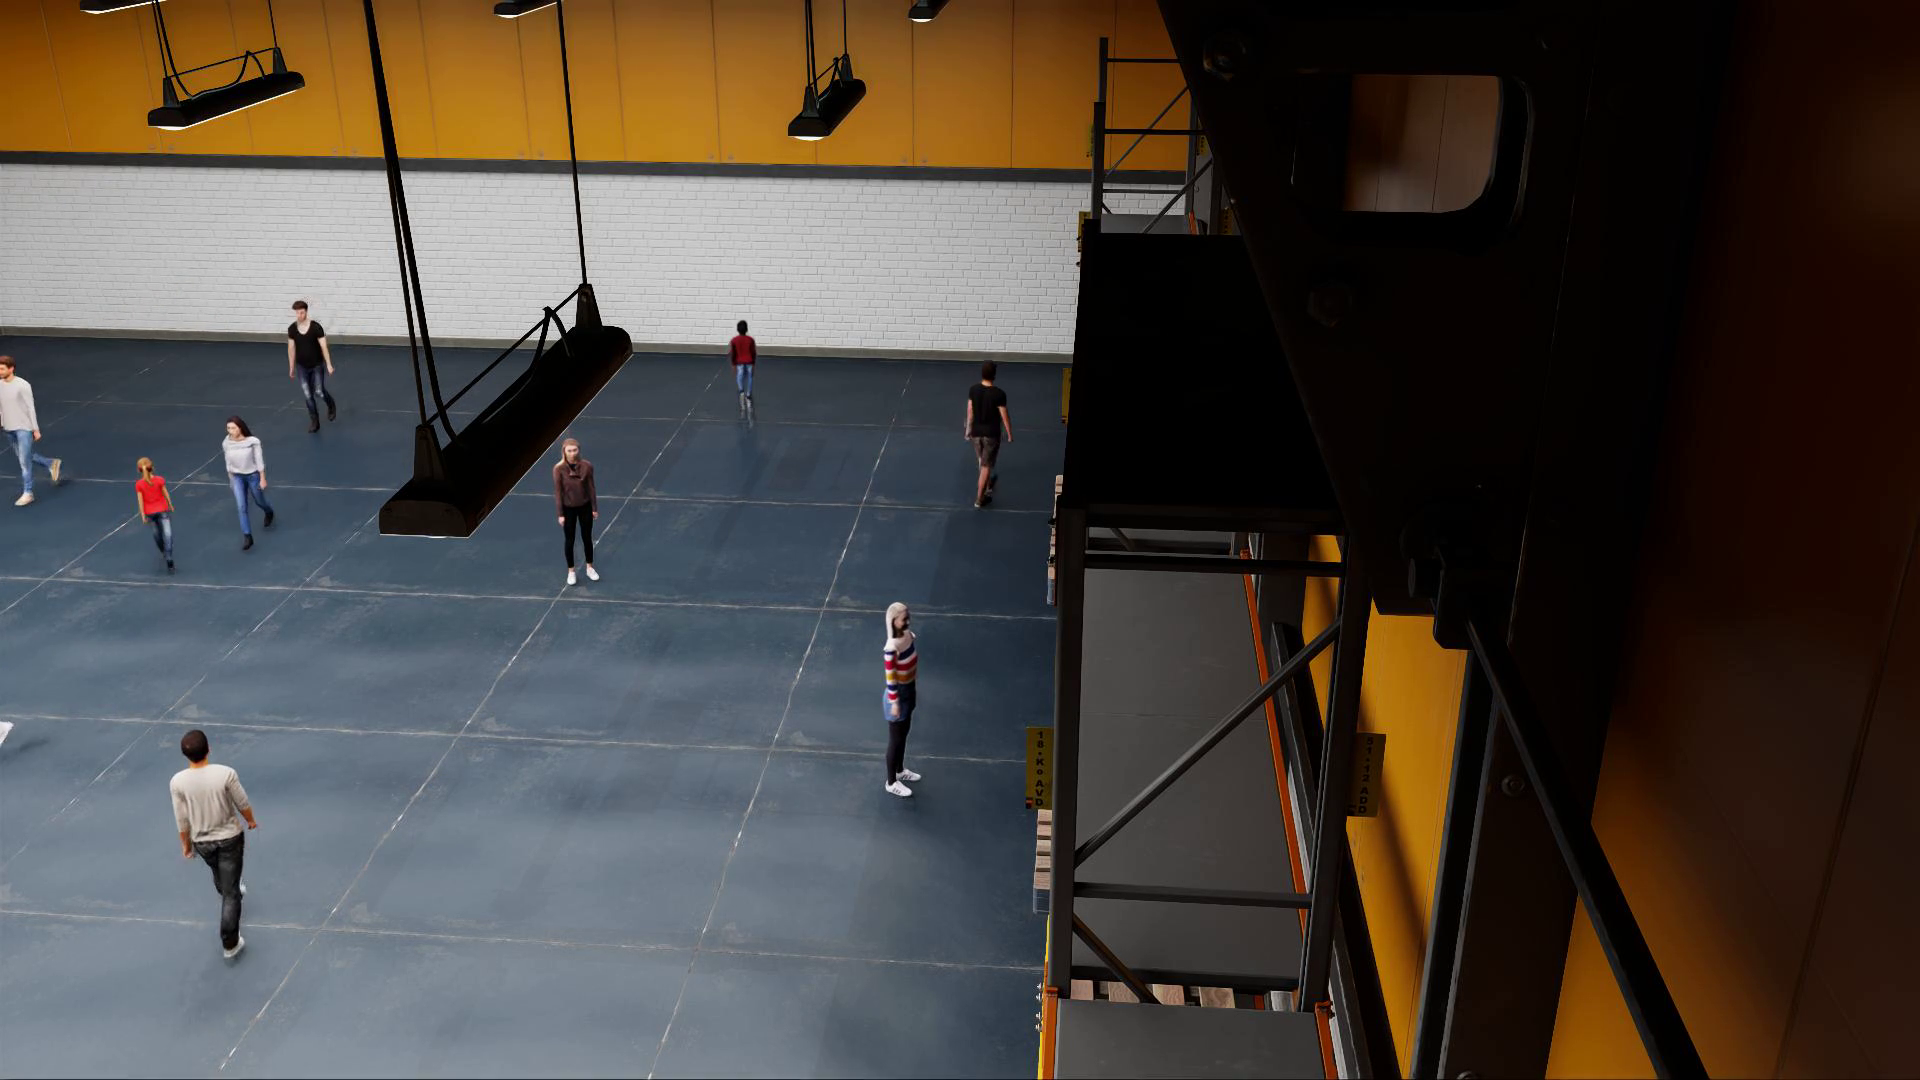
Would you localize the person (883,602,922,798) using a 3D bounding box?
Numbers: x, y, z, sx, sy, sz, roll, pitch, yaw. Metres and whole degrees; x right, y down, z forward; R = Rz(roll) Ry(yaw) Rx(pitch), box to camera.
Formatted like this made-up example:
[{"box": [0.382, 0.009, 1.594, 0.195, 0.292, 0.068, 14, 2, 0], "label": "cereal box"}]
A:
[{"box": [-0.537, 1.370, 14.613, 0.766, 1.808, 0.565, 9, 25, 19], "label": "person"}]

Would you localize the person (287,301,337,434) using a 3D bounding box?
[{"box": [-9.064, -2.467, 23.303, 0.743, 1.878, 0.852, 1, 24, 2], "label": "person"}]

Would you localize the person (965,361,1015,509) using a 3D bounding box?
[{"box": [0.277, -1.289, 20.660, 0.963, 1.836, 1.152, 12, 26, 25], "label": "person"}]

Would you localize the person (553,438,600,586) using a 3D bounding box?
[{"box": [-4.303, -0.343, 18.662, 0.676, 1.704, 0.672, -10, 26, -22], "label": "person"}]

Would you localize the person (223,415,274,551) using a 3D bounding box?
[{"box": [-8.402, -0.736, 19.698, 0.711, 1.594, 1.094, -2, 24, -4], "label": "person"}]

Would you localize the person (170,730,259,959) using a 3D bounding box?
[{"box": [-5.595, 2.306, 12.528, 0.845, 1.764, 1.209, -4, 24, -9], "label": "person"}]

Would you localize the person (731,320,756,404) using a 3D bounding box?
[{"box": [-3.163, -2.600, 24.399, 0.602, 1.244, 0.777, -3, 24, -8], "label": "person"}]

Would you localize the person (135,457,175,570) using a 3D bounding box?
[{"box": [-9.206, -0.298, 19.076, 0.735, 1.290, 0.940, -9, 25, -19], "label": "person"}]

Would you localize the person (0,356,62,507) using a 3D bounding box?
[{"box": [-11.750, -1.424, 20.917, 0.818, 1.880, 1.170, 7, 25, 15], "label": "person"}]
